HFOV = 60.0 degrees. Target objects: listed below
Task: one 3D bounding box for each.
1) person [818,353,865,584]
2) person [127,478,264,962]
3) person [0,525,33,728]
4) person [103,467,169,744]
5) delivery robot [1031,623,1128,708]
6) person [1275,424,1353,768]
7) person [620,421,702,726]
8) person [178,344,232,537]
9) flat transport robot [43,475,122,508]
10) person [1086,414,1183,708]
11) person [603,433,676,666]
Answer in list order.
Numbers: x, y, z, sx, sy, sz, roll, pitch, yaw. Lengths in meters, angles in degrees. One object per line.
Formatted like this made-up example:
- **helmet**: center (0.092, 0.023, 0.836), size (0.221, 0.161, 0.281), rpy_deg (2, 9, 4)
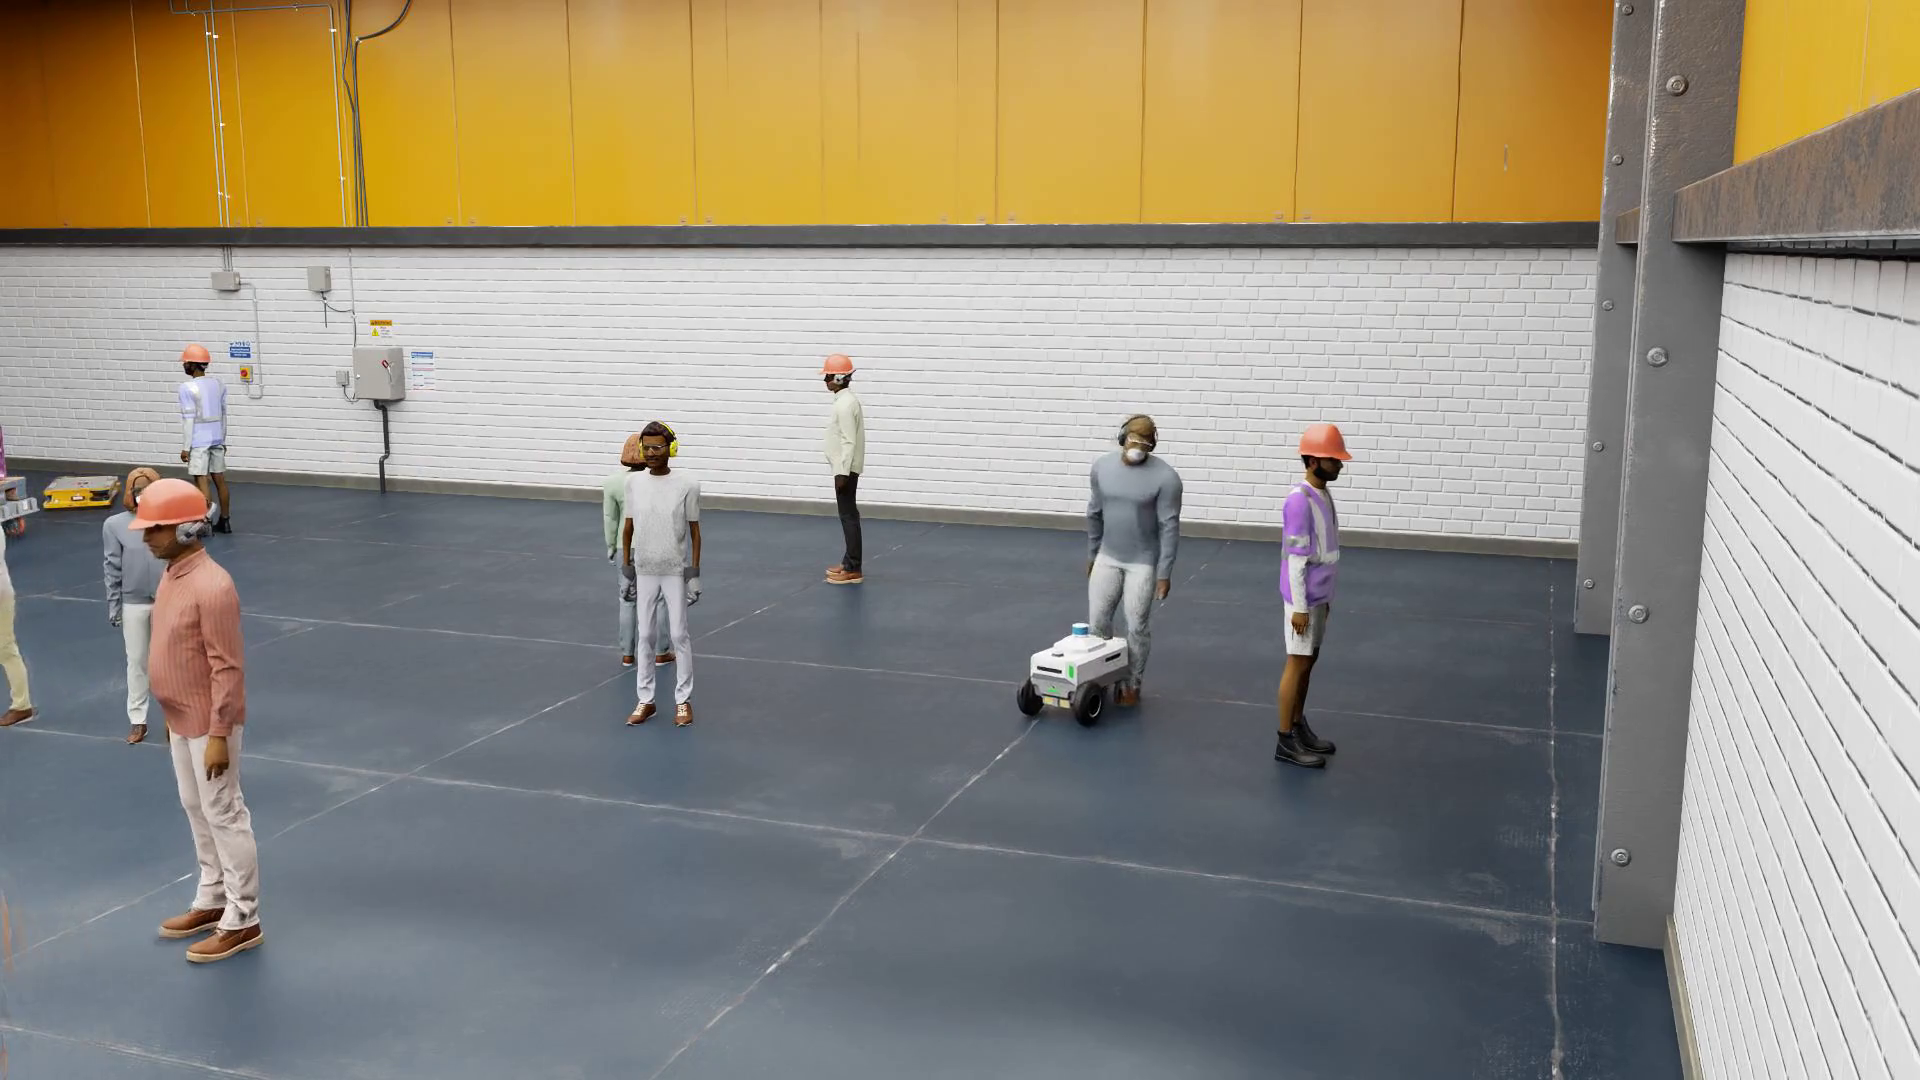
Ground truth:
- **person**: center (-1.022, -0.619, 14.434), size (0.397, 1.992, 0.623), rpy_deg (-1, 10, -3)
- **person**: center (-3.148, 0.732, 6.851), size (0.398, 1.989, 0.623), rpy_deg (-9, 14, -42)
- **person**: center (-5.888, 0.380, 9.906), size (0.545, 1.593, 0.676), rpy_deg (5, 11, 25)
- **person**: center (-4.763, 0.379, 9.830), size (0.499, 1.634, 0.279), rpy_deg (-5, 11, -26)
- **delivery robot**: center (0.753, 0.765, 10.407), size (0.477, 0.478, 0.707), rpy_deg (8, 13, 36)
- **person**: center (2.003, 0.305, 9.395), size (0.373, 1.934, 0.551), rpy_deg (5, 11, 25)
- **person**: center (-1.826, 0.207, 10.134), size (0.512, 1.872, 0.328), rpy_deg (1, 10, 4)
- **person**: center (-7.599, -0.995, 16.701), size (0.344, 1.941, 0.549), rpy_deg (4, 11, 21)
- **flat transport robot**: center (-9.996, -0.562, 18.967), size (0.652, 0.197, 1.431), rpy_deg (-4, 11, -21)
- **person**: center (1.081, 0.144, 10.423), size (0.669, 1.895, 0.501), rpy_deg (6, 12, 31)
- **person**: center (-2.213, 0.070, 11.570), size (0.507, 1.633, 0.277), rpy_deg (0, 10, 1)
